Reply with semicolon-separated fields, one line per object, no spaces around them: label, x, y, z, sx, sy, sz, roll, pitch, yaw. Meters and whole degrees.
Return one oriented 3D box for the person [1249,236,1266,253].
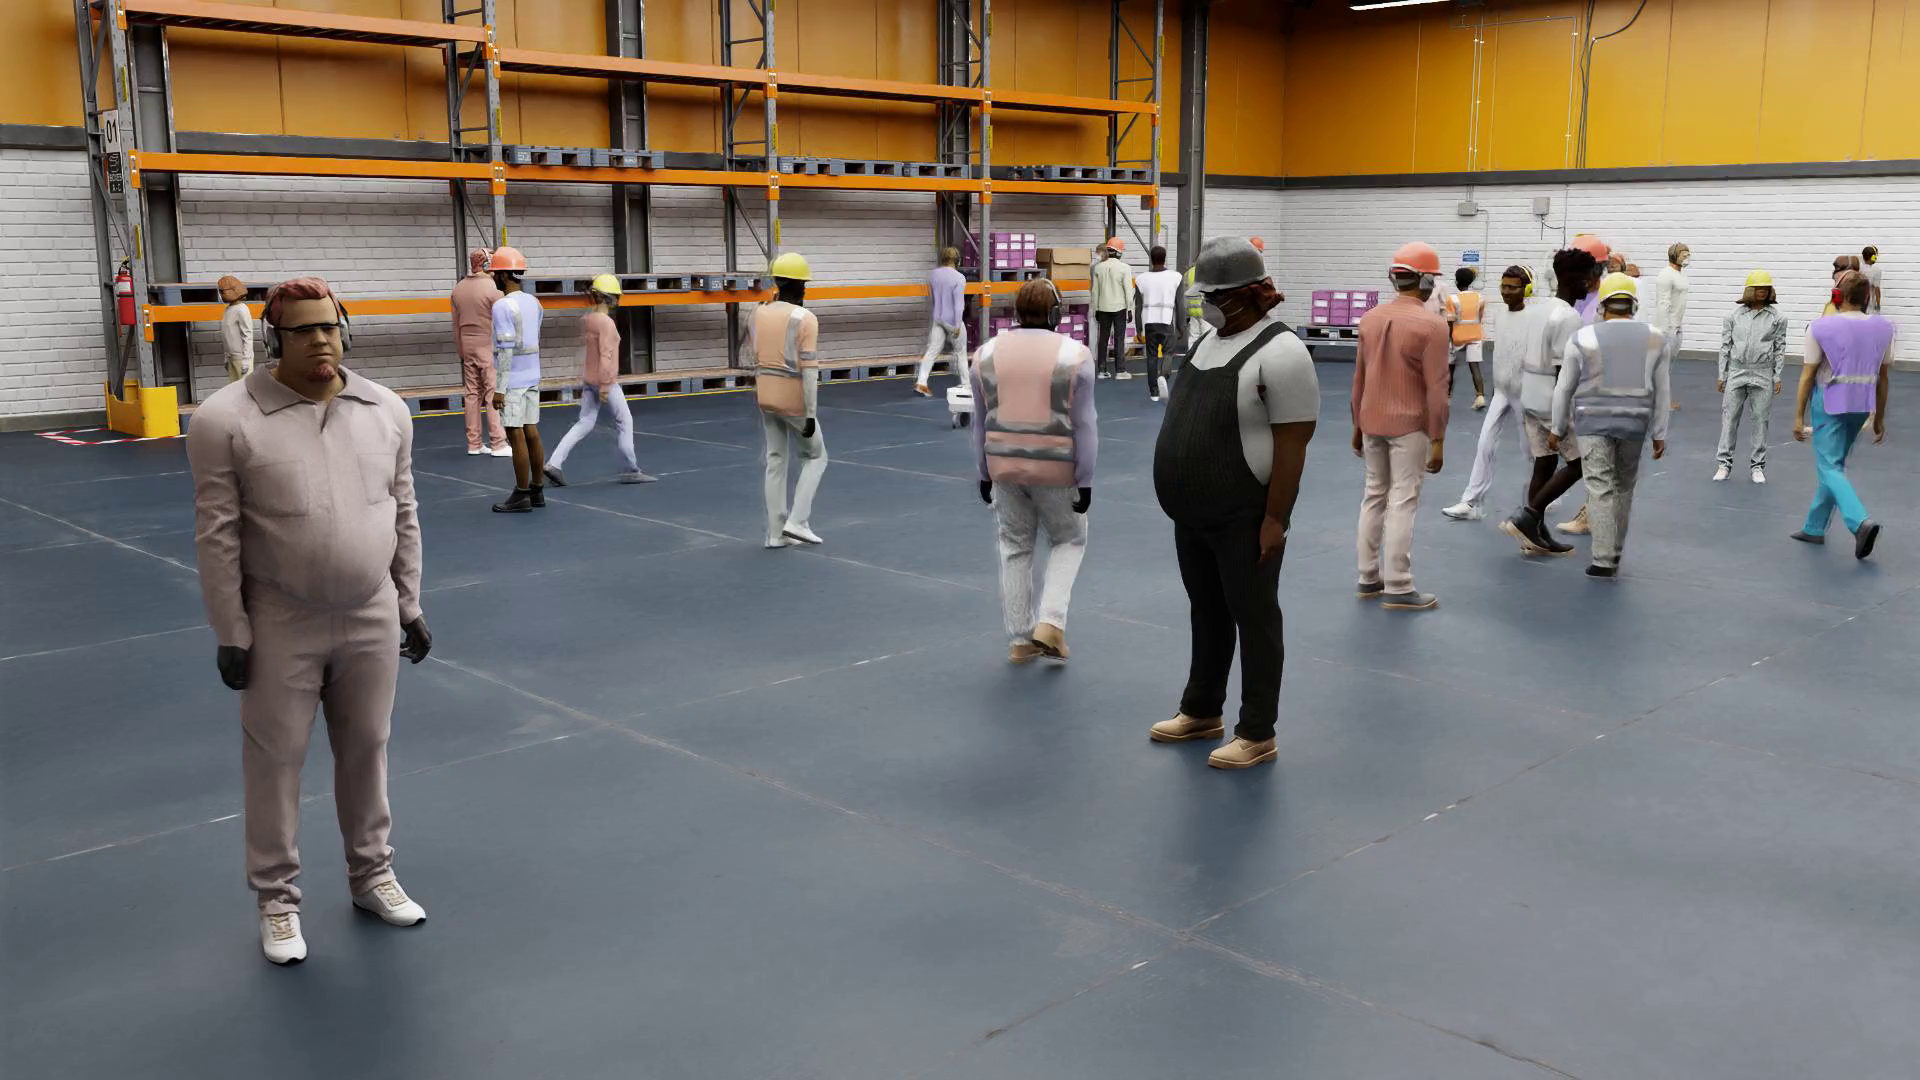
person;4.952;-4.209;28.616;0.685;2.012;0.692;-5;12;-26

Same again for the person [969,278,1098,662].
person;0.354;-0.309;7.828;0.628;1.830;0.432;4;11;20

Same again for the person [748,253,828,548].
person;-1.102;-0.888;10.756;0.585;1.912;0.433;7;13;34

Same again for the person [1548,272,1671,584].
person;3.818;-0.673;9.859;0.619;1.793;0.774;0;10;3

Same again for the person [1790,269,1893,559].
person;5.642;-0.810;10.587;0.570;1.820;0.888;-1;10;-8

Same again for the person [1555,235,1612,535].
person;4.249;-1.036;11.241;0.537;2.022;0.647;-3;11;-17

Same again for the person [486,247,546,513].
person;-3.263;-1.164;12.173;0.356;1.939;0.543;2;11;13

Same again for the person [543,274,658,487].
person;-2.949;-1.278;13.394;0.898;1.725;0.542;-6;12;-31

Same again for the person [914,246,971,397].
person;-0.180;-2.746;20.964;0.646;1.898;1.034;9;14;41

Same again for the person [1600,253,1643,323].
person;7.972;-2.551;20.106;0.607;1.829;0.922;7;13;35

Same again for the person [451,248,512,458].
person;-4.333;-1.709;15.229;0.642;1.909;0.399;6;12;31

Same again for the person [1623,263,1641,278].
person;10.450;-3.496;25.832;0.847;1.592;0.510;4;11;23

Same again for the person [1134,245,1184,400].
person;2.413;-2.621;20.213;0.610;1.902;0.669;2;11;11

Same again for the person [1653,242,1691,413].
person;8.147;-2.433;19.088;0.353;1.937;0.635;8;13;38

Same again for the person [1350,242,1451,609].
person;2.429;-0.616;9.087;0.465;1.983;0.671;-7;12;-32

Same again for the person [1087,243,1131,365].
person;2.293;-3.669;25.933;0.925;1.911;0.638;-9;14;-40

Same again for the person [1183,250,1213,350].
person;3.413;-3.134;23.189;0.428;1.838;0.653;-9;13;-39

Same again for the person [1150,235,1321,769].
person;1.003;-0.153;6.376;0.535;2.000;0.674;-5;12;-26

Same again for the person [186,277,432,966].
person;-1.804;0.217;4.725;0.642;1.910;0.401;-10;14;-42

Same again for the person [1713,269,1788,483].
person;6.483;-1.338;13.646;0.493;1.746;0.282;5;12;25

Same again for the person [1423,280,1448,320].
person;6.007;-2.781;21.548;0.553;1.727;0.833;6;12;32

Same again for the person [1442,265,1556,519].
person;3.948;-1.042;11.859;0.993;1.822;0.535;-5;12;-27

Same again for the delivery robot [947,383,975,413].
delivery robot;0.226;-1.486;17.447;0.707;0.478;0.477;6;12;28

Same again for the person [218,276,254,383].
person;-7.008;-1.739;16.138;0.279;1.633;0.497;-10;14;-43

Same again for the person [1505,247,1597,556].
person;3.724;-0.847;10.408;0.431;1.947;0.596;0;10;-2

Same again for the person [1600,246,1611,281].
person;10.564;-3.884;27.261;0.956;1.836;0.607;7;13;34

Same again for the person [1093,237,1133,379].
person;2.168;-3.264;23.464;0.622;1.994;0.381;7;12;33

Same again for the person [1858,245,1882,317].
person;13.445;-3.432;24.730;0.310;1.868;0.532;-6;12;-28

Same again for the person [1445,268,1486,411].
person;5.876;-2.336;19.341;0.529;1.656;0.883;-2;11;-11

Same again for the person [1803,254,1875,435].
person;8.908;-1.950;16.750;0.532;1.831;0.649;2;11;11
